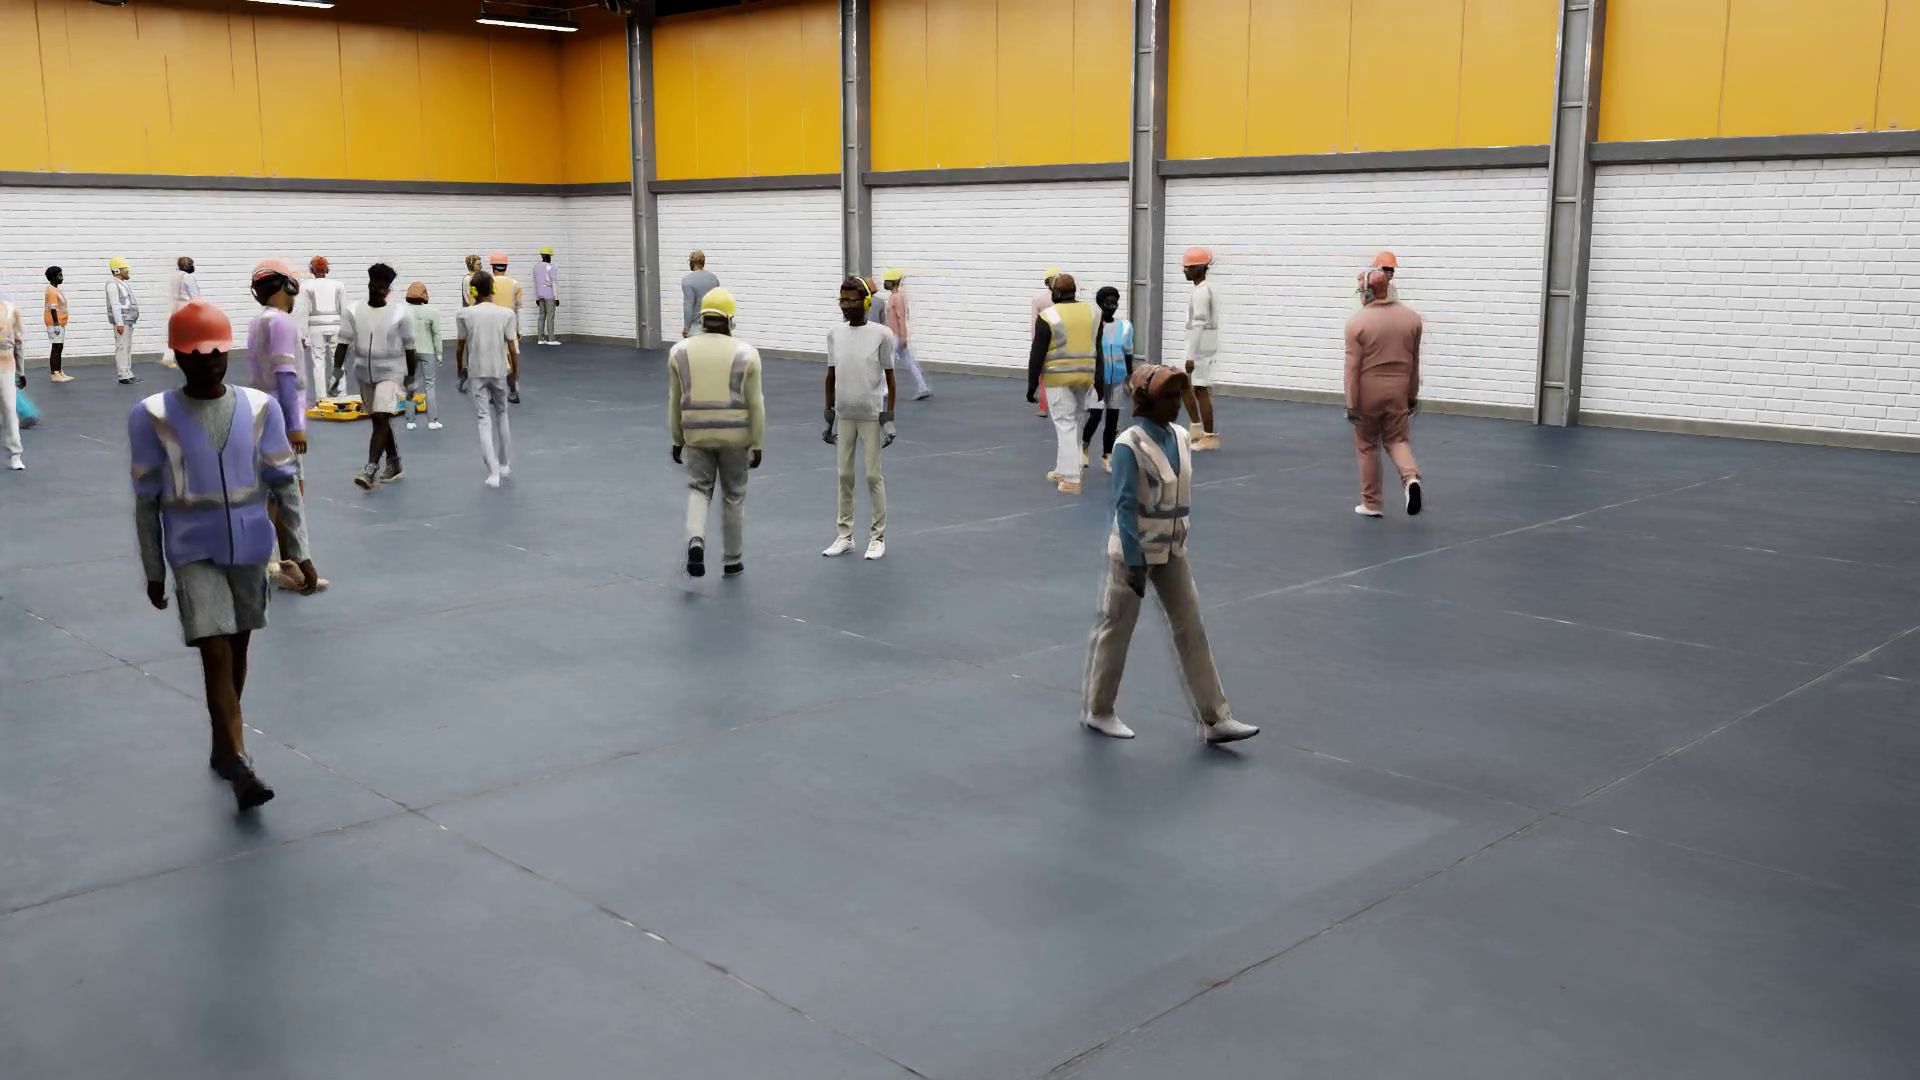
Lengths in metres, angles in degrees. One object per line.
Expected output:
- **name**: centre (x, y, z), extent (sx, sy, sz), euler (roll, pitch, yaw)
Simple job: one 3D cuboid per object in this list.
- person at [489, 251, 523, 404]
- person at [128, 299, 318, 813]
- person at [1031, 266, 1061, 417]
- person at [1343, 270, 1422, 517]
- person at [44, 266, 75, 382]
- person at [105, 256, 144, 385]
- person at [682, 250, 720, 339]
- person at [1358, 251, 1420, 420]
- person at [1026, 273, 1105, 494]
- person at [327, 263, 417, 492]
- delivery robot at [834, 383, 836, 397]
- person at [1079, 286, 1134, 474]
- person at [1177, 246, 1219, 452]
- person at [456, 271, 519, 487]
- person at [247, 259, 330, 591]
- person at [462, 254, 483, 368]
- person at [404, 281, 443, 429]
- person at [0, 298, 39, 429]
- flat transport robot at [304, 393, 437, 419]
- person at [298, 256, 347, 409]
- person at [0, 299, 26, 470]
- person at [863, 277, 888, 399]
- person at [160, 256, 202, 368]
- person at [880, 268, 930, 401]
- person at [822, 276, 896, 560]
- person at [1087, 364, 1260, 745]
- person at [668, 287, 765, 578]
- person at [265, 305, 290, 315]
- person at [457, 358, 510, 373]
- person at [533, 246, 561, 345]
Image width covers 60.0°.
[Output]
- **person**: centre (-5.808, -2.680, 21.064), extent (0.541, 1.932, 0.383), euler (-7, 12, -33)
- **person**: centre (-2.748, 0.054, 6.253), extent (0.569, 1.885, 0.971), euler (-8, 13, -38)
- **person**: centre (1.090, -2.317, 19.529), extent (0.525, 1.769, 0.327), euler (0, 10, -1)
- **person**: centre (3.162, -1.071, 12.418), extent (0.667, 1.879, 0.638), euler (-2, 11, -12)
- **person**: centre (-13.147, -3.137, 24.213), extent (0.321, 1.689, 0.530), euler (-4, 11, -22)
- **person**: centre (-11.933, -3.125, 23.739), extent (0.404, 1.837, 0.590), euler (-3, 11, -14)
- **person**: centre (-3.423, -2.841, 21.916), extent (0.378, 1.940, 0.628), euler (7, 13, 35)
- **person**: centre (4.865, -2.316, 19.032), extent (1.009, 1.936, 0.646), euler (10, 14, 44)
- **person**: centre (0.824, -1.316, 13.938), extent (0.642, 1.810, 0.804), euler (-6, 12, -29)
- **person**: centre (-4.929, -1.376, 14.027), extent (0.635, 1.891, 1.041), euler (1, 10, 5)
- **delivery robot**: centre (-1.397, -2.008, 20.891), extent (0.477, 0.478, 0.707), euler (0, 10, -2)
- **person**: centre (1.295, -1.428, 14.885), extent (0.538, 1.688, 0.389), euler (-3, 11, -18)
- **person**: centre (2.296, -1.865, 16.358), extent (0.579, 2.020, 0.651), euler (2, 11, 13)
- **person**: centre (-4.097, -1.398, 14.396), extent (0.485, 1.820, 0.920), euler (-5, 11, -24)
- **person**: centre (-4.121, -0.681, 10.026), extent (0.439, 1.992, 0.719), euler (-6, 12, -31)
- **person**: centre (-7.284, -3.347, 24.926), extent (0.327, 1.843, 0.516), euler (-3, 11, -14)
- **person**: centre (-5.953, -2.028, 18.333), extent (0.496, 1.627, 0.270), euler (-1, 10, -6)
- **person**: centre (-10.661, -2.105, 18.311), extent (0.972, 1.798, 0.576), euler (0, 10, -1)
- **flat transport robot**: centre (-6.991, -1.610, 19.751), extent (0.652, 0.197, 1.431), euler (6, 12, 29)
- **person**: centre (-7.792, -2.536, 20.401), extent (0.597, 1.882, 0.357), euler (-8, 13, -36)
- **person**: centre (-8.955, -1.601, 15.343), extent (0.591, 1.880, 0.994), euler (-8, 13, -38)
- **person**: centre (-1.156, -2.655, 21.835), extent (0.499, 1.596, 0.845), euler (-10, 14, -43)
- **person**: centre (-12.536, -3.682, 26.903), extent (0.961, 1.805, 0.618), euler (-8, 13, -38)
- **person**: centre (-0.812, -2.627, 21.365), extent (0.930, 1.718, 0.532), euler (-2, 11, -10)
- **person**: centre (-0.673, -0.799, 10.989), extent (0.532, 1.862, 0.310), euler (4, 11, 22)
- **person**: centre (0.858, 0.083, 6.897), extent (0.824, 1.597, 0.546), euler (10, 14, 42)
- **person**: centre (-1.495, -0.634, 10.208), extent (0.606, 1.817, 0.542), euler (1, 10, 5)
- **person**: centre (-8.646, -2.541, 21.093), extent (0.307, 1.641, 0.514), euler (-6, 12, -30)
- **person**: centre (-7.334, -3.343, 25.611), extent (0.844, 1.592, 0.495), euler (-1, 10, -4)
- **person**: centre (-8.046, -4.755, 32.411), extent (0.588, 1.920, 0.386), euler (7, 12, 32)
